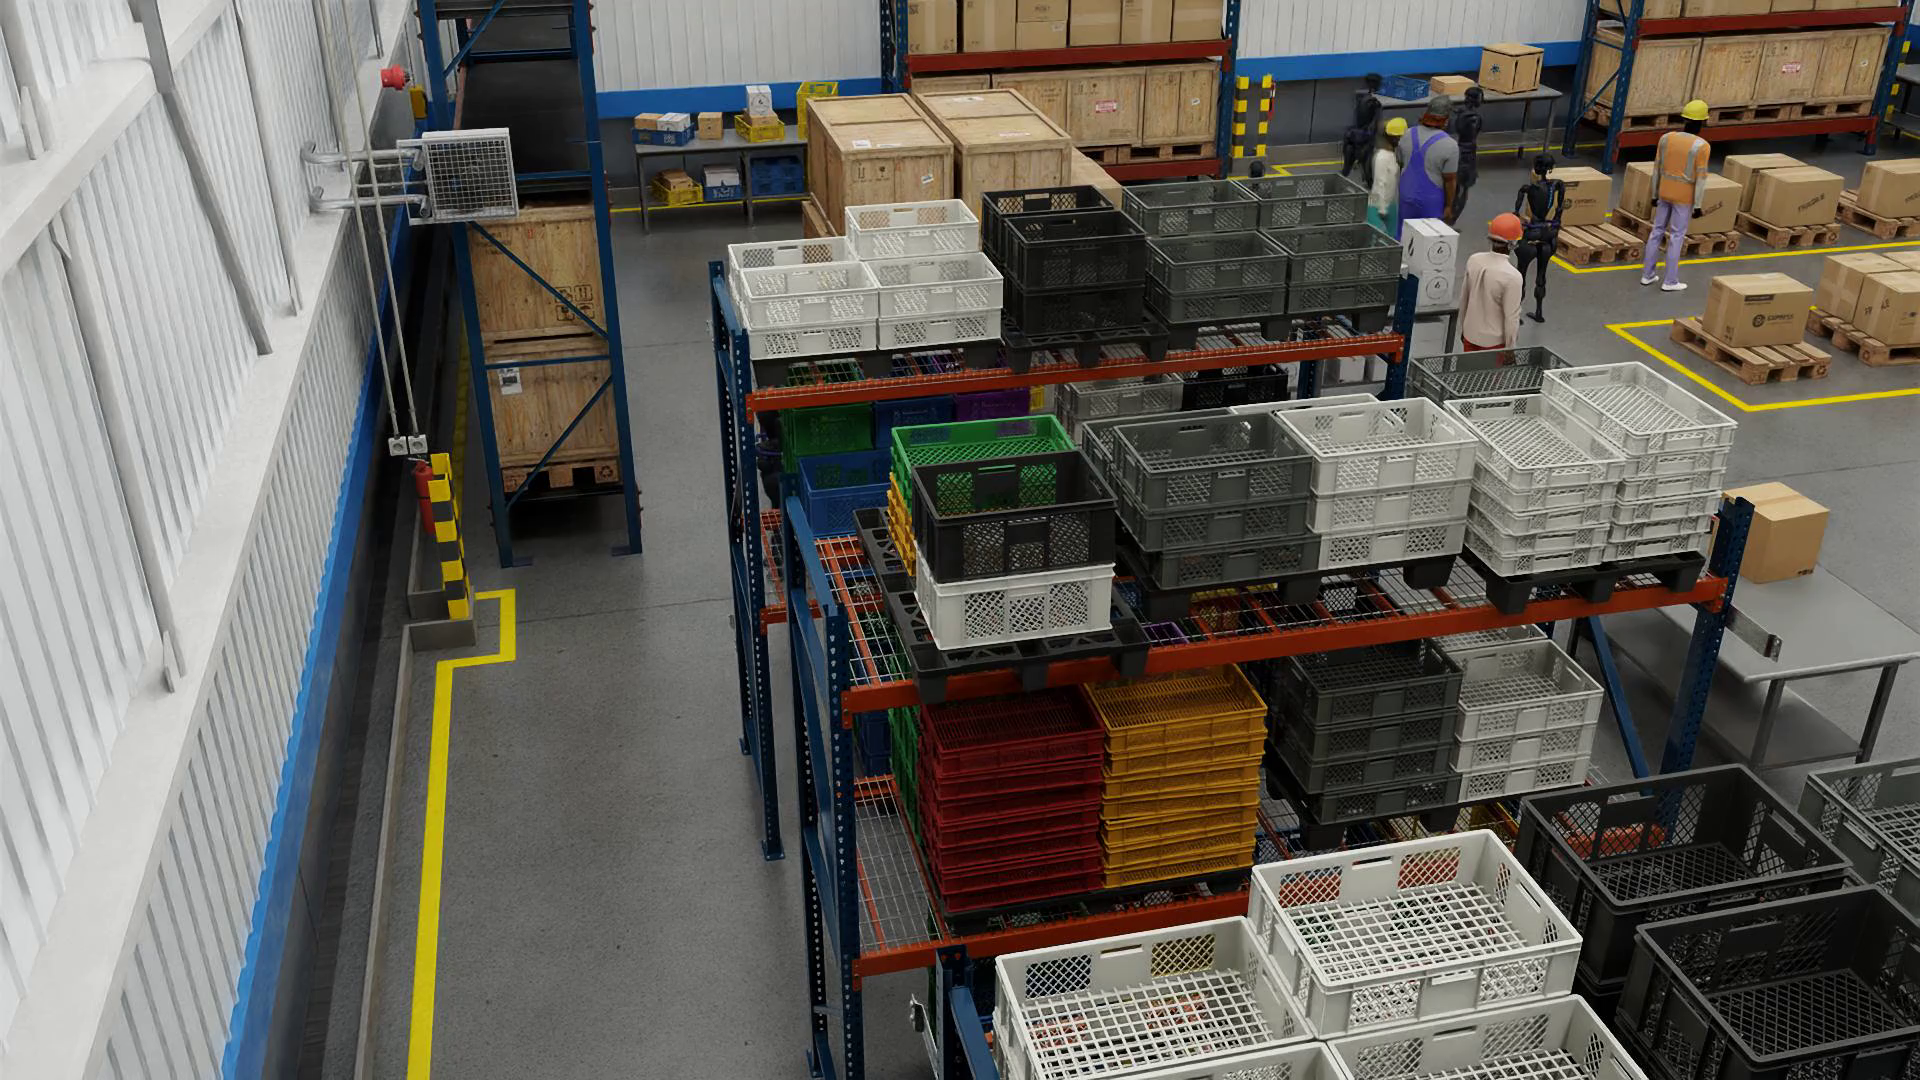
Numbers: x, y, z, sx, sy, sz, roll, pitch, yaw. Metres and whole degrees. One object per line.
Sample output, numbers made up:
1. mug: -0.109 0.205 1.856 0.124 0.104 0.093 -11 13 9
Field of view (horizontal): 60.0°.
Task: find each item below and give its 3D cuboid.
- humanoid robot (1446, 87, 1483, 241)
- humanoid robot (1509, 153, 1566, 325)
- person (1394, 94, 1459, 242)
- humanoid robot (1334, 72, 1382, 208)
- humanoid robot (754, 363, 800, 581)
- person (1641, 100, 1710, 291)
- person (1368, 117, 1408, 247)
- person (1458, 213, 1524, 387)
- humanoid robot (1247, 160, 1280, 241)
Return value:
1. humanoid robot: 5.558 -4.195 18.517 0.392 1.649 0.656 0 28 0
2. humanoid robot: 5.555 -2.911 16.061 0.579 1.658 0.328 -8 29 -15
3. person: 4.725 -3.489 16.768 0.536 2.000 0.684 -23 35 -36
4. humanoid robot: 4.658 -4.616 19.347 0.767 1.629 0.596 -12 30 -21
5. humanoid robot: -1.254 -0.517 11.512 0.329 1.649 0.595 -6 28 -11
6. person: 7.289 -3.495 16.898 0.368 1.928 0.584 -17 32 -29
7. person: 4.315 -3.456 17.016 0.753 1.740 0.536 20 34 33
8. person: 4.228 -1.632 13.292 0.379 1.994 0.621 -12 30 -21
9. humanoid robot: 2.764 -2.800 15.843 0.579 1.651 0.308 5 28 10
